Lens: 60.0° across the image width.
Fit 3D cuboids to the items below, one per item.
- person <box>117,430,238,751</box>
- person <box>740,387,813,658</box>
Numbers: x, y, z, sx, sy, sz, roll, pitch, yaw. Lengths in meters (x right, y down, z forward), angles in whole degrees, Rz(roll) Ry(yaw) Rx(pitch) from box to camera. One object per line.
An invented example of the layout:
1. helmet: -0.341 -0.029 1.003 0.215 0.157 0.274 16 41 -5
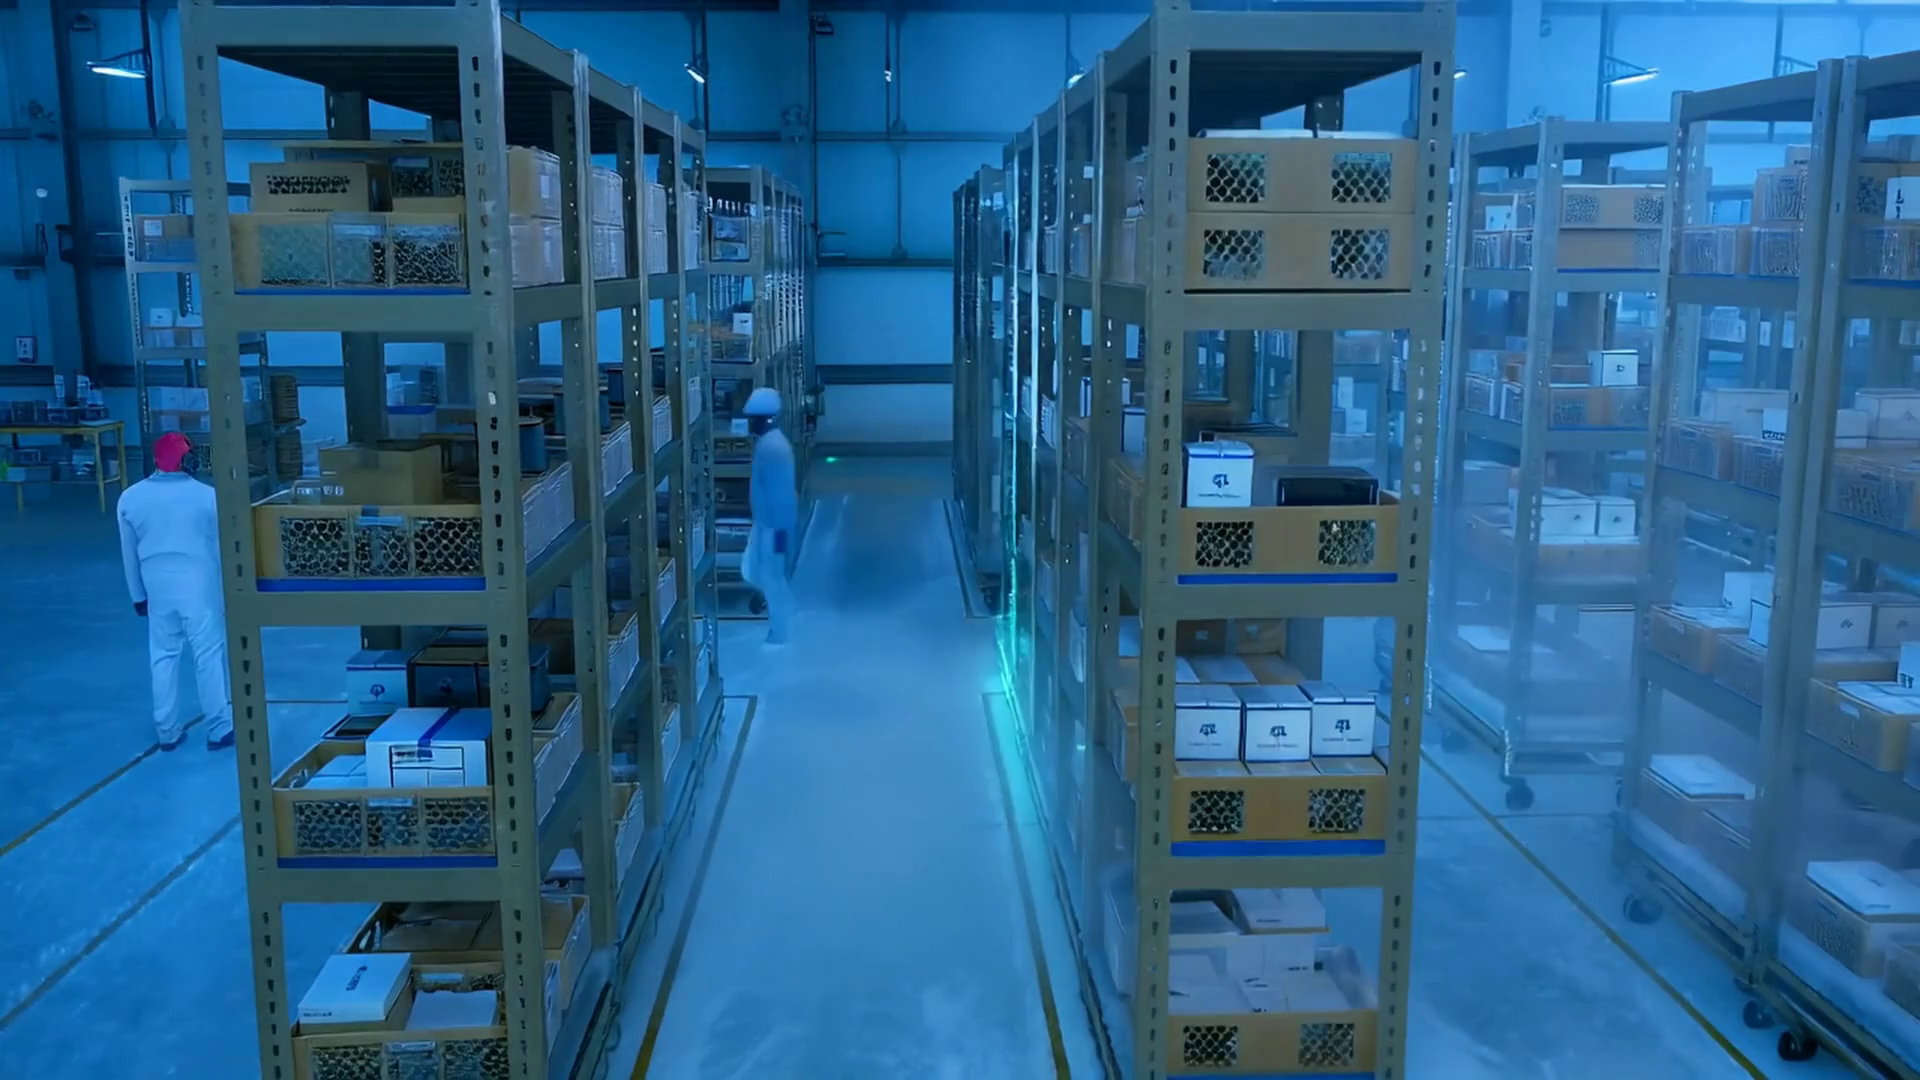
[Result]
1. person: -4.569 0.305 9.825 0.651 1.907 0.409 0 10 1
2. person: -1.366 -0.125 12.062 0.456 1.977 0.636 -4 11 -20
